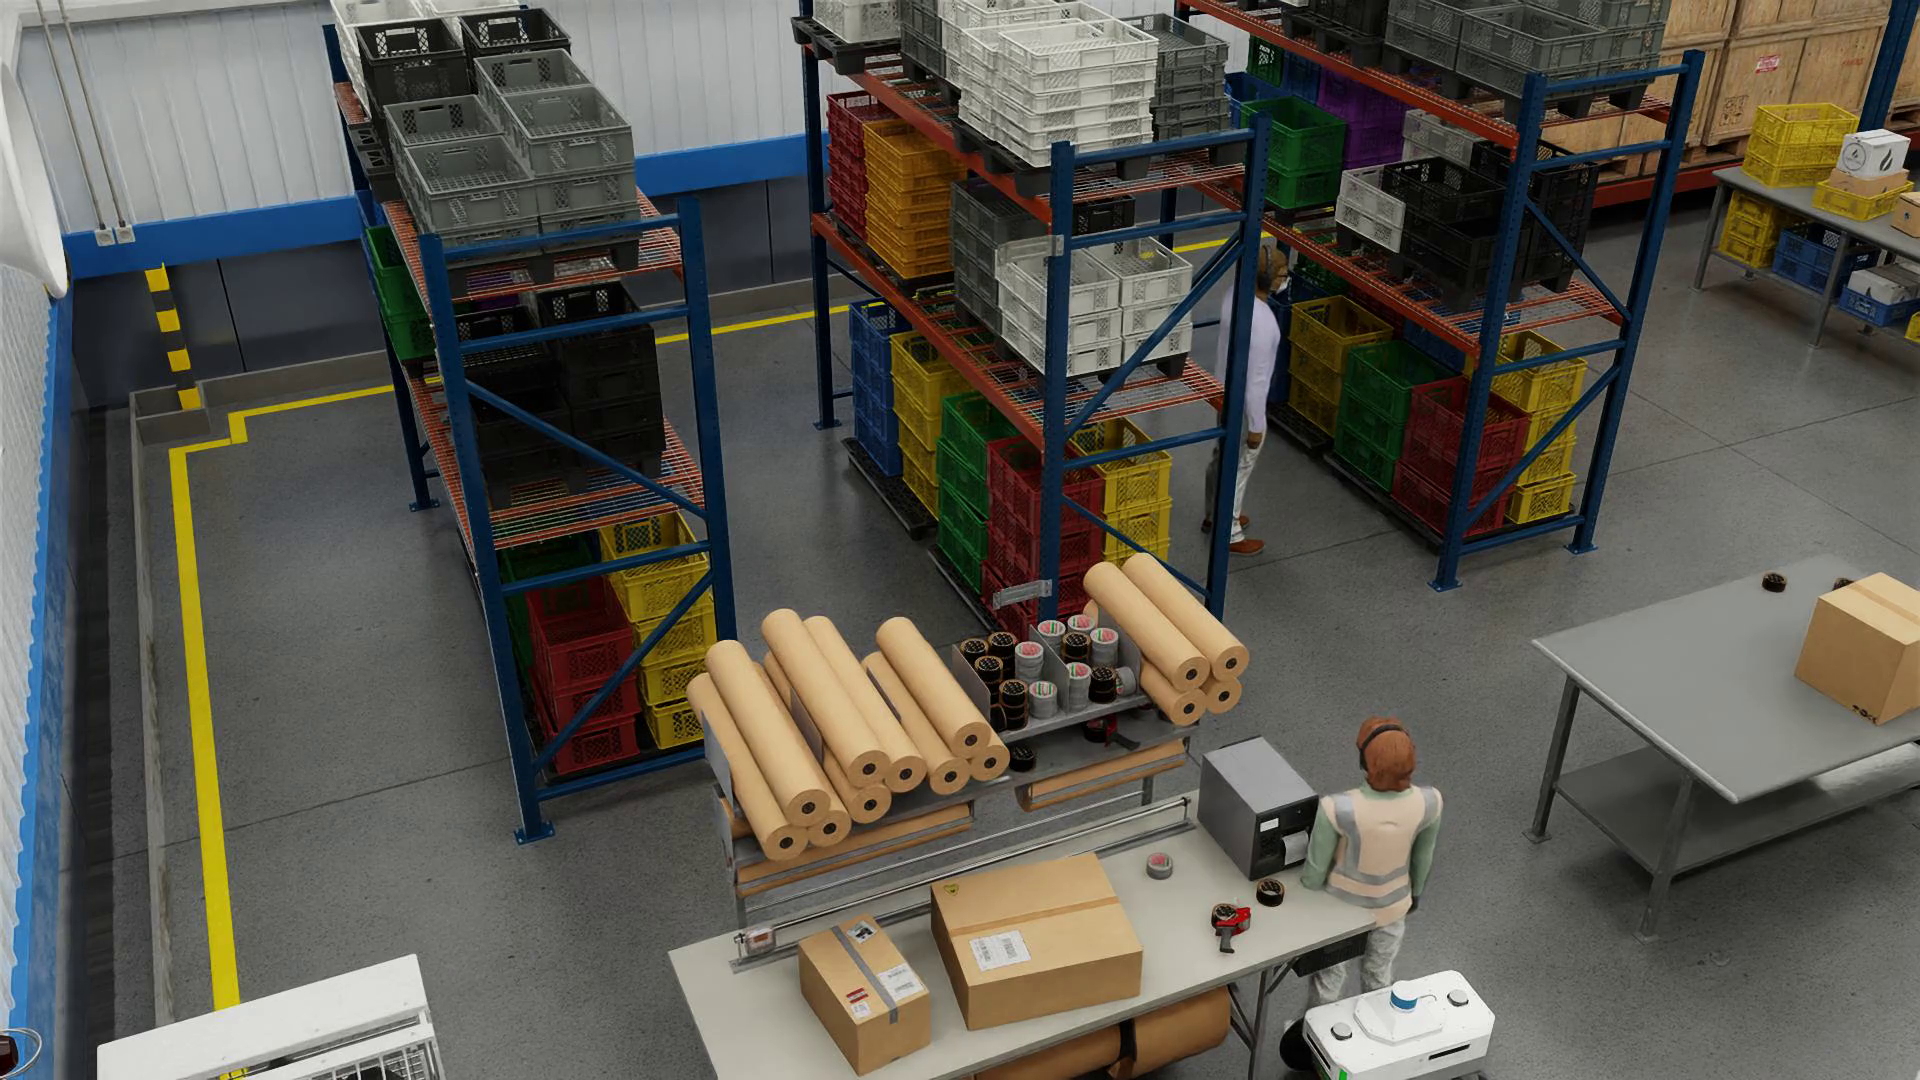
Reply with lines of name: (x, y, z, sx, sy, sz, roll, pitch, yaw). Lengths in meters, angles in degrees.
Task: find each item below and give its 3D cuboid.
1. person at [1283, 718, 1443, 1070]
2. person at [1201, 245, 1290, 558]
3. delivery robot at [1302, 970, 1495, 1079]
person: (1.551, 1.390, 6.397, 0.527, 1.631, 0.318, -6, 32, -10)
person: (1.650, -0.799, 9.674, 0.376, 1.933, 0.635, -3, 32, -5)
delivery robot: (1.702, 1.921, 6.470, 0.707, 0.478, 0.477, -10, 33, -16)
